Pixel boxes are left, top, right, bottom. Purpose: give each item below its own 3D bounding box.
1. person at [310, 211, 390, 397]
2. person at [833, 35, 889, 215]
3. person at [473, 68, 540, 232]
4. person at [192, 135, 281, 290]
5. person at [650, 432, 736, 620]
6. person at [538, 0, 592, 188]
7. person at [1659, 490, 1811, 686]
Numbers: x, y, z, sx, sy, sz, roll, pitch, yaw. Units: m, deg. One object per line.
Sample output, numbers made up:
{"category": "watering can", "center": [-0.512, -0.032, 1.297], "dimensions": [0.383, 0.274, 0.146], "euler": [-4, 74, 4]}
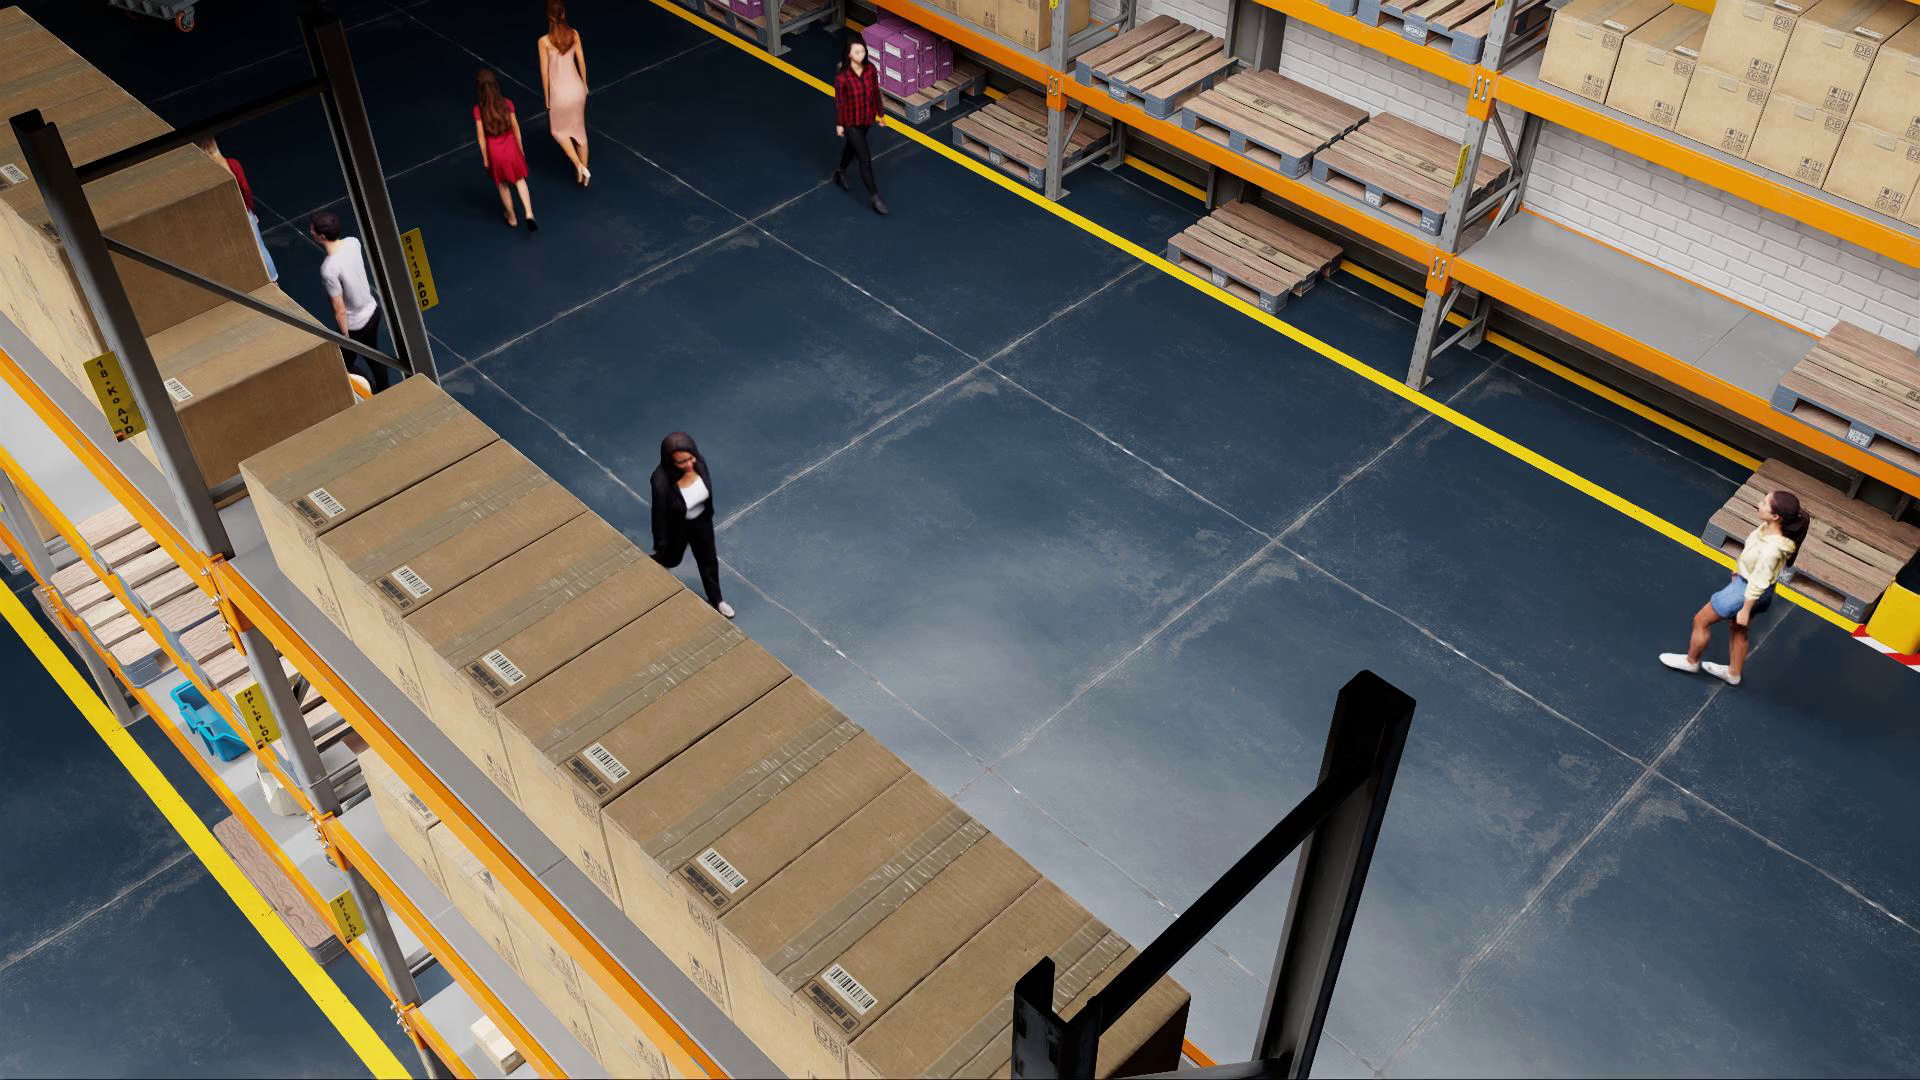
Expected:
{"category": "person", "center": [-4.515, -1.667, 12.608], "dimensions": [0.815, 1.857, 0.803], "euler": [9, 44, 10]}
{"category": "person", "center": [-0.981, -3.810, 15.034], "dimensions": [0.635, 1.613, 1.045], "euler": [-30, 51, -28]}
{"category": "person", "center": [-4.007, -3.389, 14.644], "dimensions": [0.692, 1.541, 0.901], "euler": [-19, 47, -19]}
{"category": "person", "center": [-6.047, -2.659, 13.810], "dimensions": [0.545, 1.634, 0.618], "euler": [30, 51, 27]}
{"category": "person", "center": [-1.937, -0.152, 11.220], "dimensions": [1.097, 1.578, 0.785], "euler": [25, 49, 24]}
{"category": "person", "center": [-3.528, -3.994, 15.077], "dimensions": [0.659, 1.821, 0.735], "euler": [-27, 50, -25]}
{"category": "person", "center": [5.132, 0.361, 10.654], "dimensions": [0.794, 1.616, 0.722], "euler": [25, 49, 24]}
